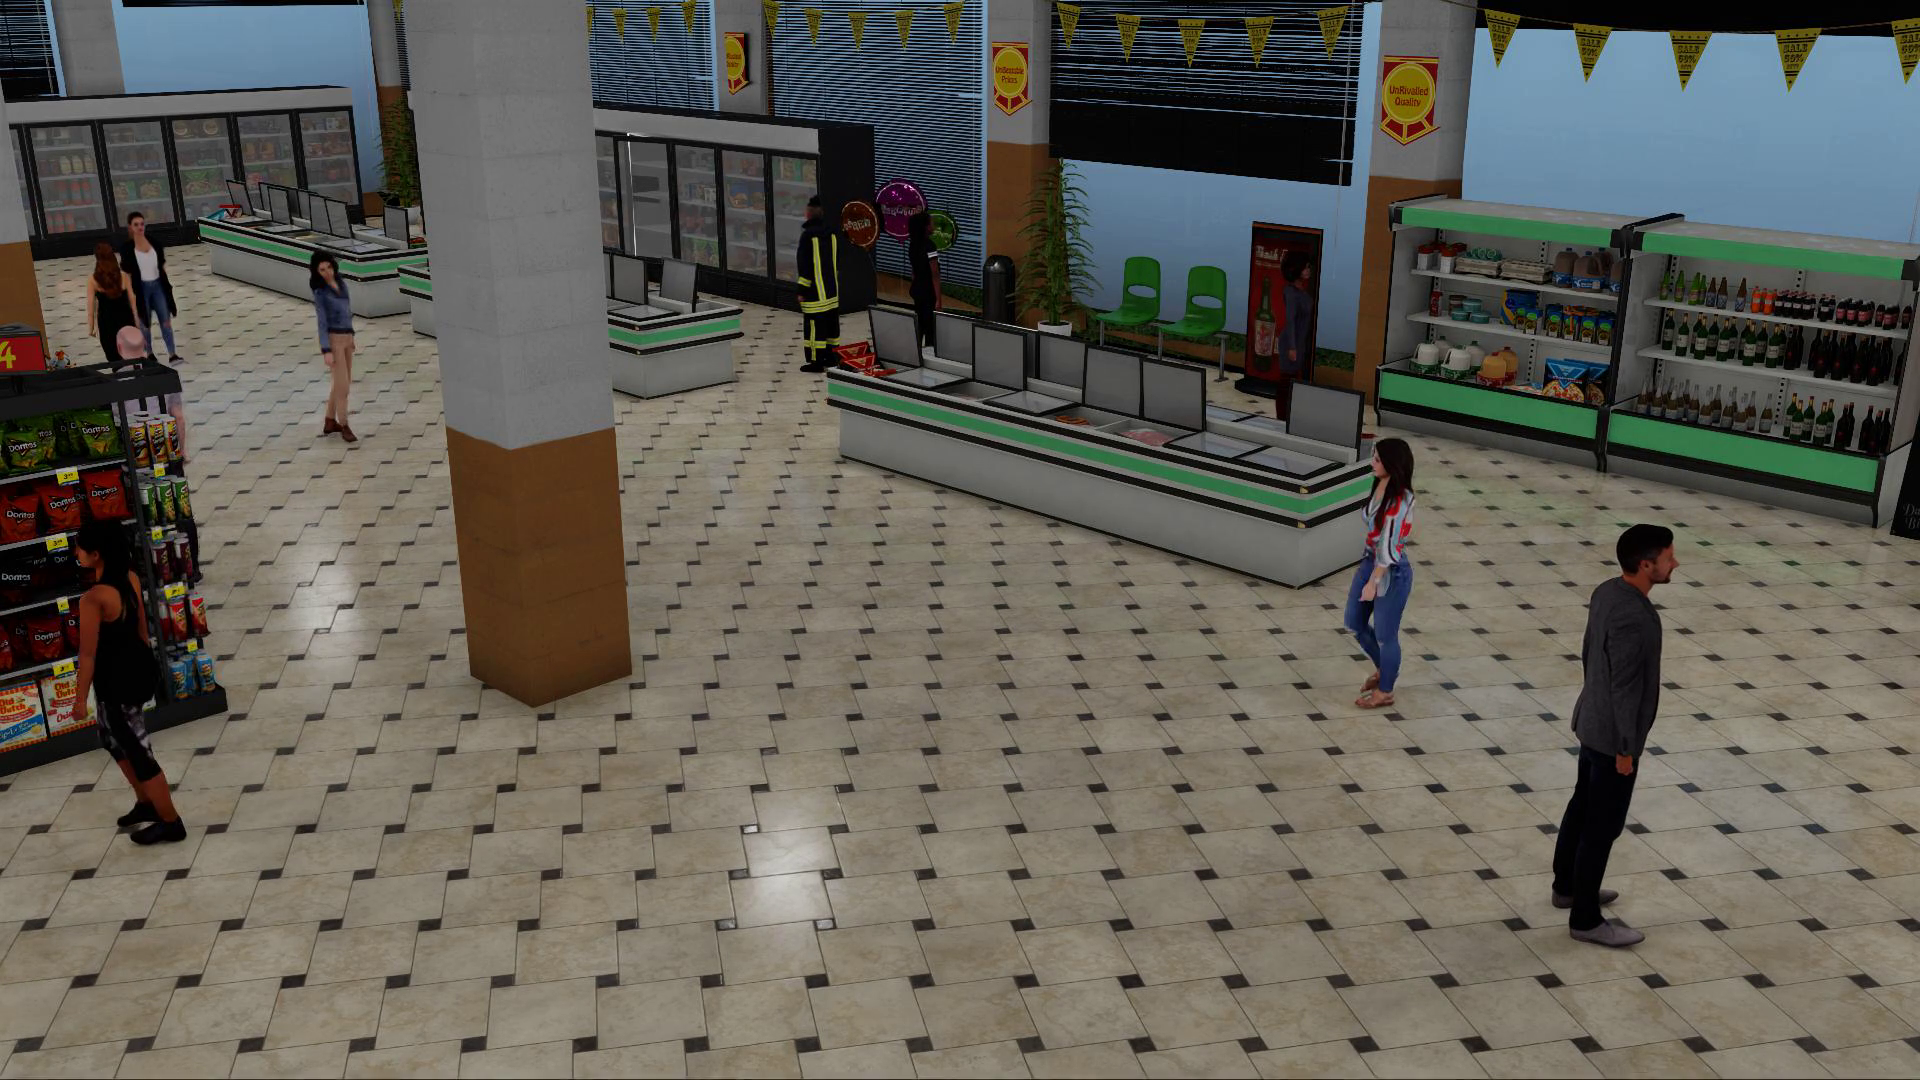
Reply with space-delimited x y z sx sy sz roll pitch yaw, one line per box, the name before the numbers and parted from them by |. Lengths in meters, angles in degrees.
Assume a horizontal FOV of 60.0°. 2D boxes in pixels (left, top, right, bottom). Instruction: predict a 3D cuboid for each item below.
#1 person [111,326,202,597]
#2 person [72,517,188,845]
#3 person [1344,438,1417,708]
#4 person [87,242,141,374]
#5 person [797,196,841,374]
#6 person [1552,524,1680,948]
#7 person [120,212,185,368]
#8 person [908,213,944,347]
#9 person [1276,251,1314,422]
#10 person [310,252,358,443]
person | -5.499 -0.551 11.304 0.571 1.835 0.665 17 25 41
person | -3.899 0.686 7.929 0.779 1.648 0.710 -2 19 -7
person | 2.486 0.204 9.433 0.776 1.601 0.705 -4 19 -11
person | -8.155 -2.061 16.123 0.603 1.618 0.573 17 25 41
person | -1.504 -2.728 17.708 0.722 1.868 0.777 14 23 36
person | 2.821 0.818 7.187 0.804 1.871 0.773 2 19 6
person | -8.788 -2.689 17.926 0.662 1.654 0.952 -16 25 -40
person | -0.356 -2.565 17.443 0.717 1.729 0.585 -12 22 -31
person | 3.015 -1.770 15.116 0.646 1.711 0.659 7 20 21
person | -5.618 -1.732 14.960 0.904 1.736 0.867 0 19 1
